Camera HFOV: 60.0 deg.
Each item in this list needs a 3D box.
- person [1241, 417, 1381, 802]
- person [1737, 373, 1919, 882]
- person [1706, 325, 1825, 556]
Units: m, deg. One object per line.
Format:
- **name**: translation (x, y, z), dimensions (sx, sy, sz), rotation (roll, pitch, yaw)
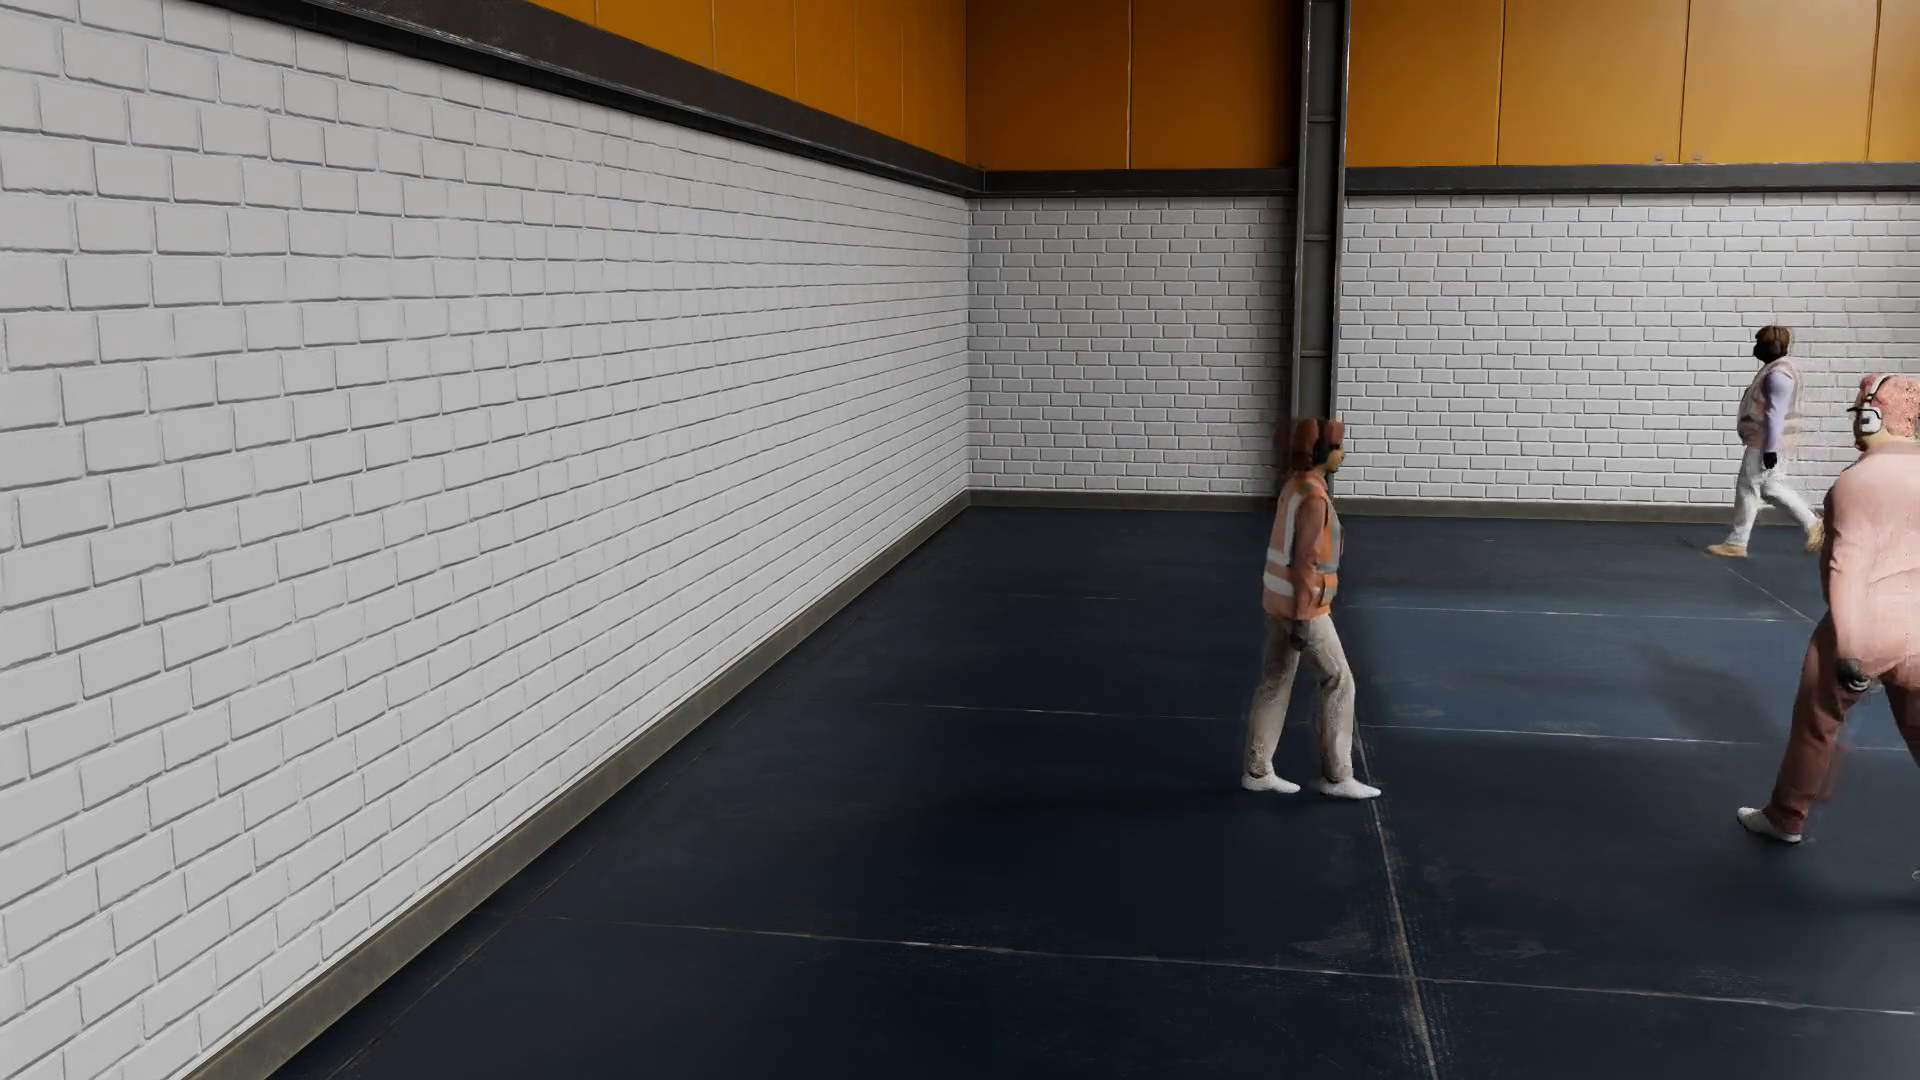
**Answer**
- **person**: translation (1.512, 0.299, 6.943), dimensions (0.688, 1.611, 0.543), rotation (0, 9, 0)
- **person**: translation (3.406, 0.318, 6.118), dimensions (0.627, 1.859, 1.011), rotation (-3, 10, -16)
- **person**: translation (6.304, -0.752, 12.859), dimensions (0.797, 1.820, 0.628), rotation (4, 10, 25)
